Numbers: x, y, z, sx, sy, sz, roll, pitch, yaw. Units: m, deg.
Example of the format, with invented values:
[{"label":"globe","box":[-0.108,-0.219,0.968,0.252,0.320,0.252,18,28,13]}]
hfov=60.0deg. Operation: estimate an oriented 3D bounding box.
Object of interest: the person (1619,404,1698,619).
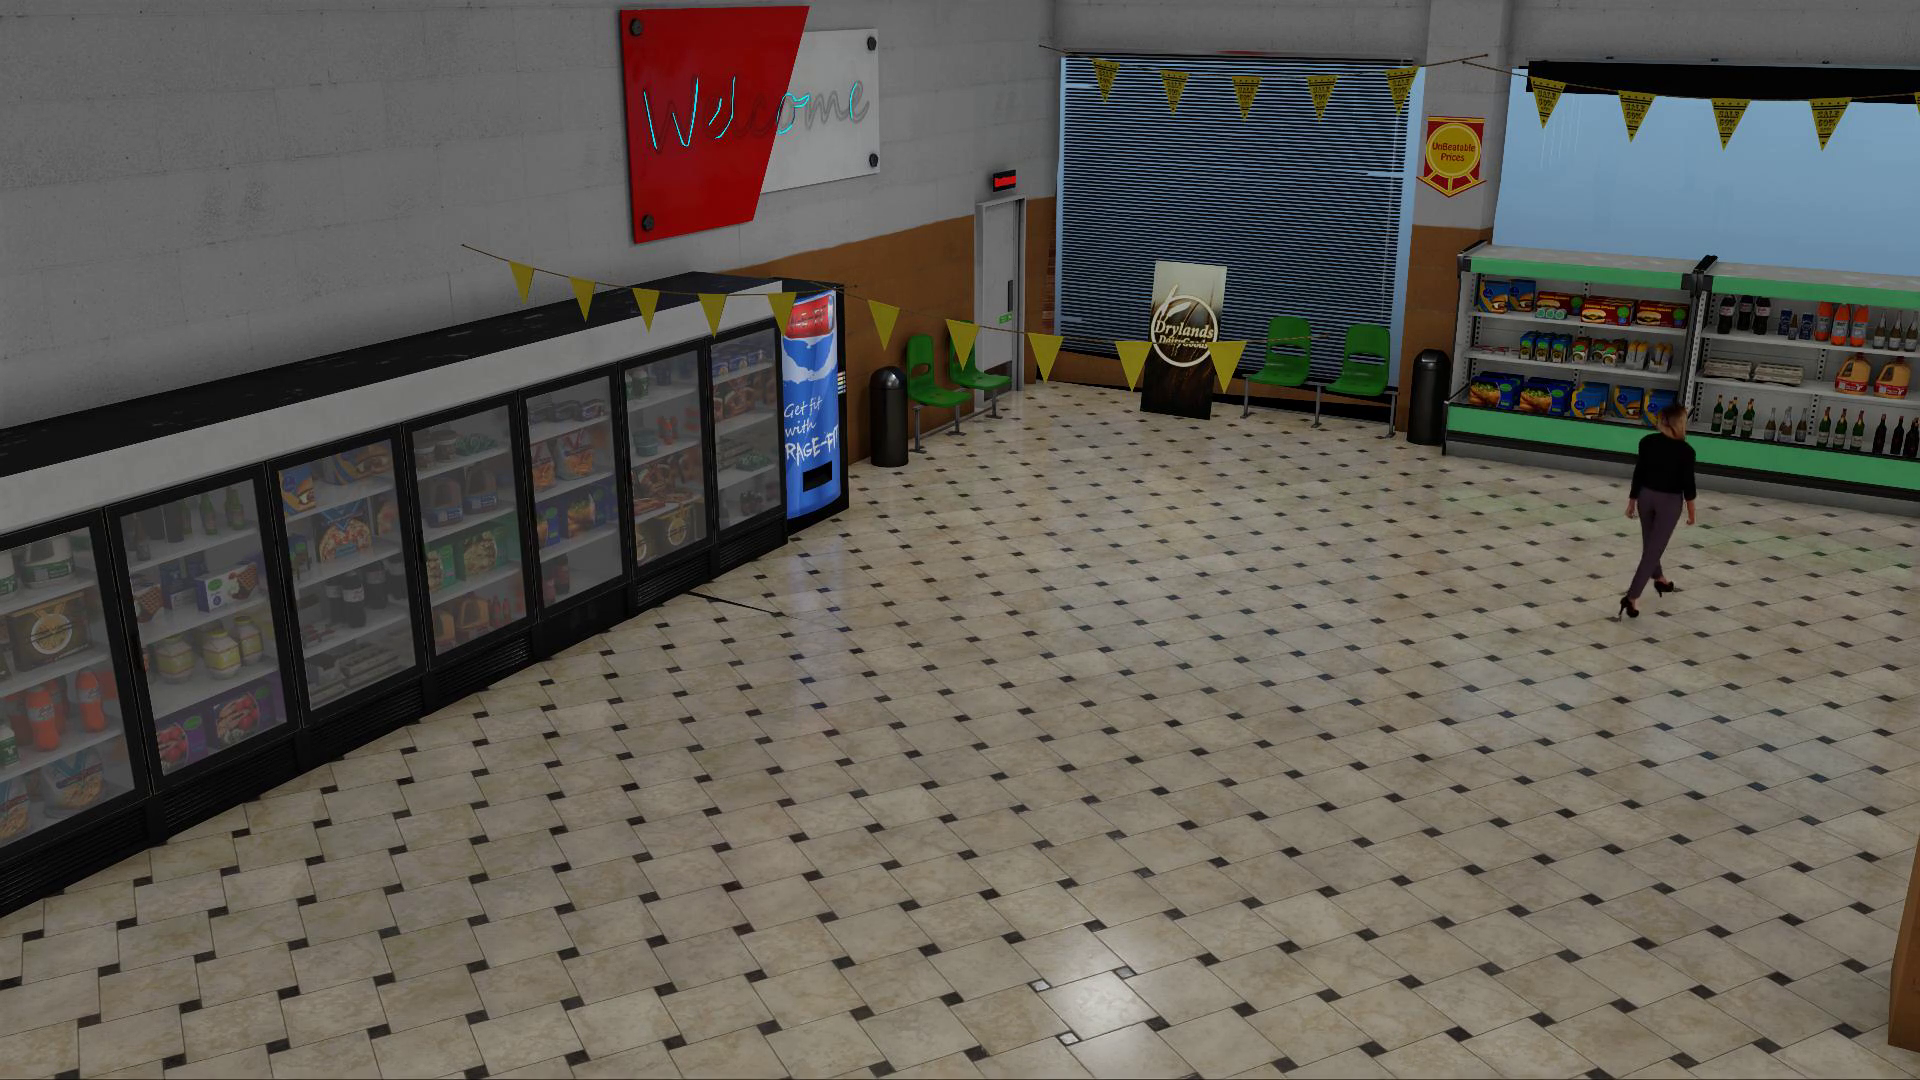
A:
[{"label":"person","box":[5.229,-0.179,12.563,0.949,1.626,1.069,-13,23,-34]}]
